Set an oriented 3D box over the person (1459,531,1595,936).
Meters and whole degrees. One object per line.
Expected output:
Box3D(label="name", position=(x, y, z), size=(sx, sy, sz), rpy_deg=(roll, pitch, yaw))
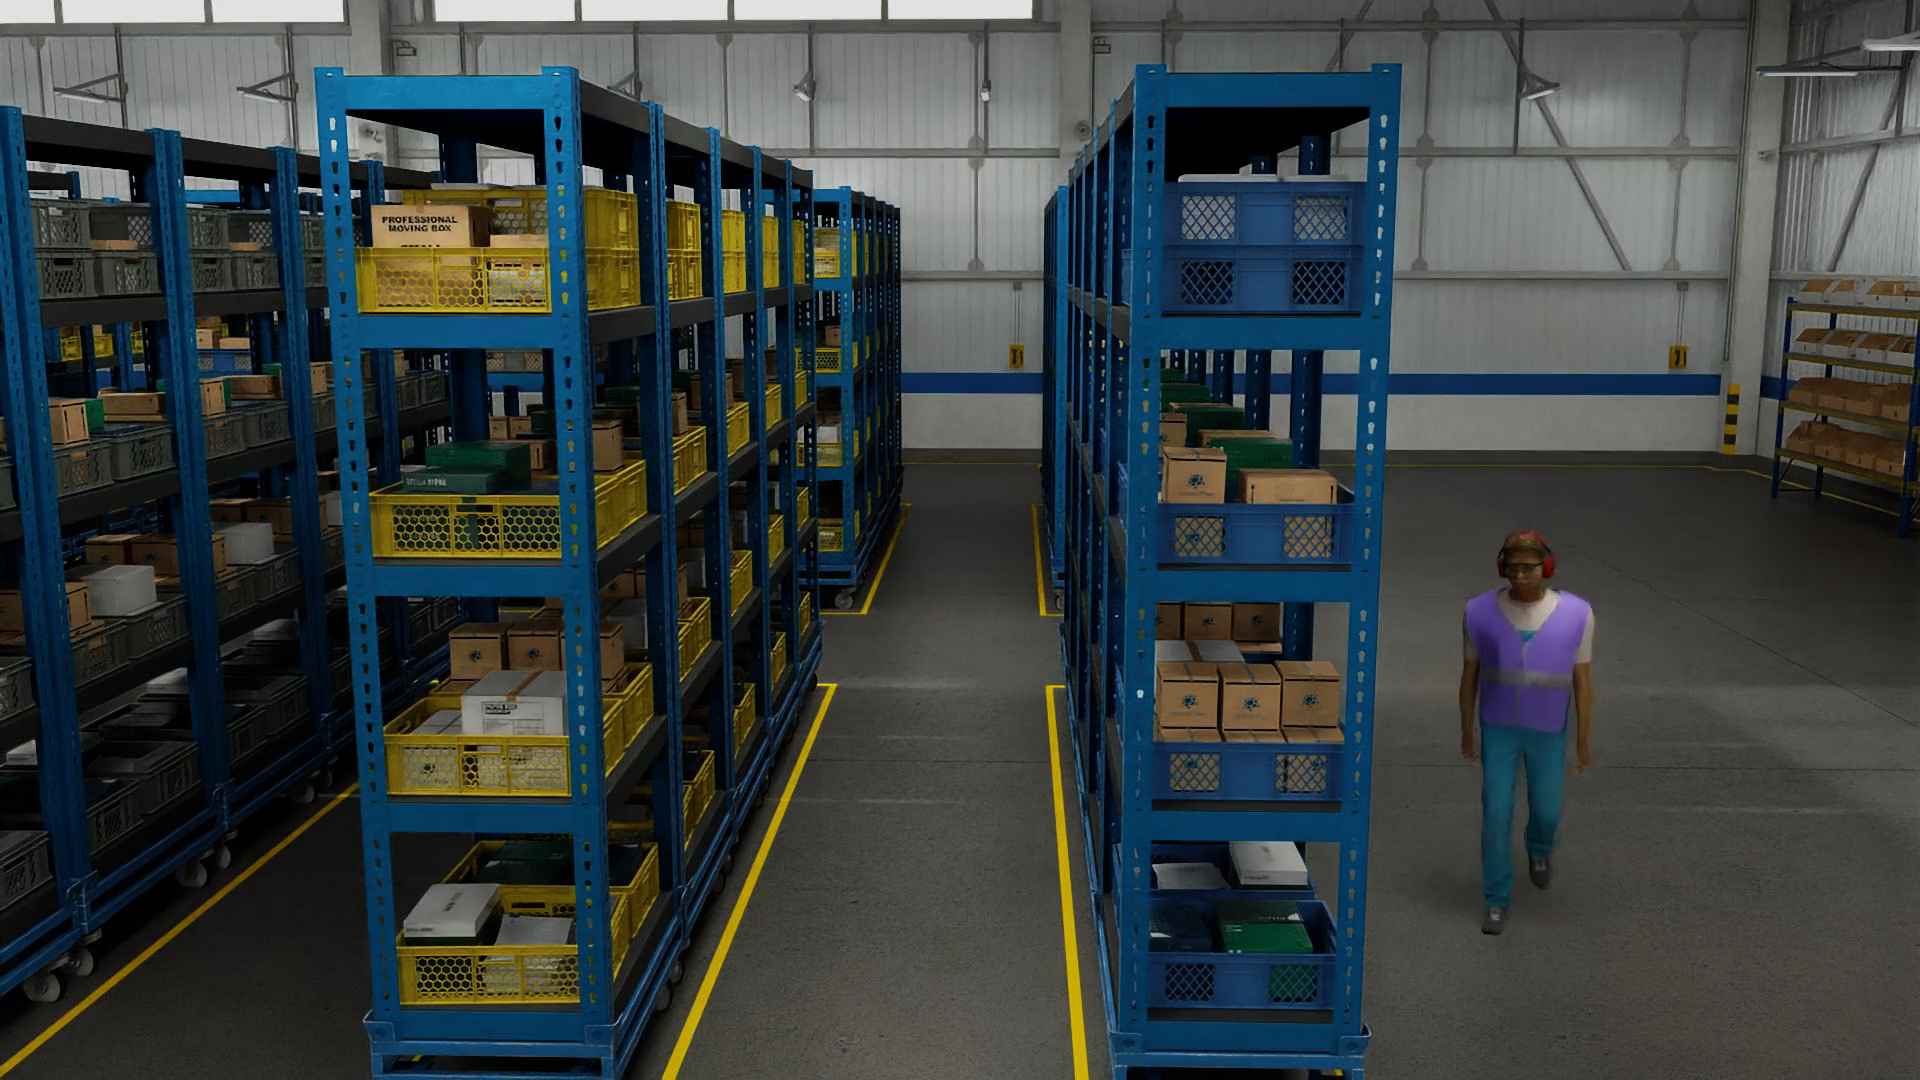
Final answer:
Box3D(label="person", position=(2.568, 0.843, 7.579), size=(0.582, 1.824, 0.631), rpy_deg=(4, 10, 20))
